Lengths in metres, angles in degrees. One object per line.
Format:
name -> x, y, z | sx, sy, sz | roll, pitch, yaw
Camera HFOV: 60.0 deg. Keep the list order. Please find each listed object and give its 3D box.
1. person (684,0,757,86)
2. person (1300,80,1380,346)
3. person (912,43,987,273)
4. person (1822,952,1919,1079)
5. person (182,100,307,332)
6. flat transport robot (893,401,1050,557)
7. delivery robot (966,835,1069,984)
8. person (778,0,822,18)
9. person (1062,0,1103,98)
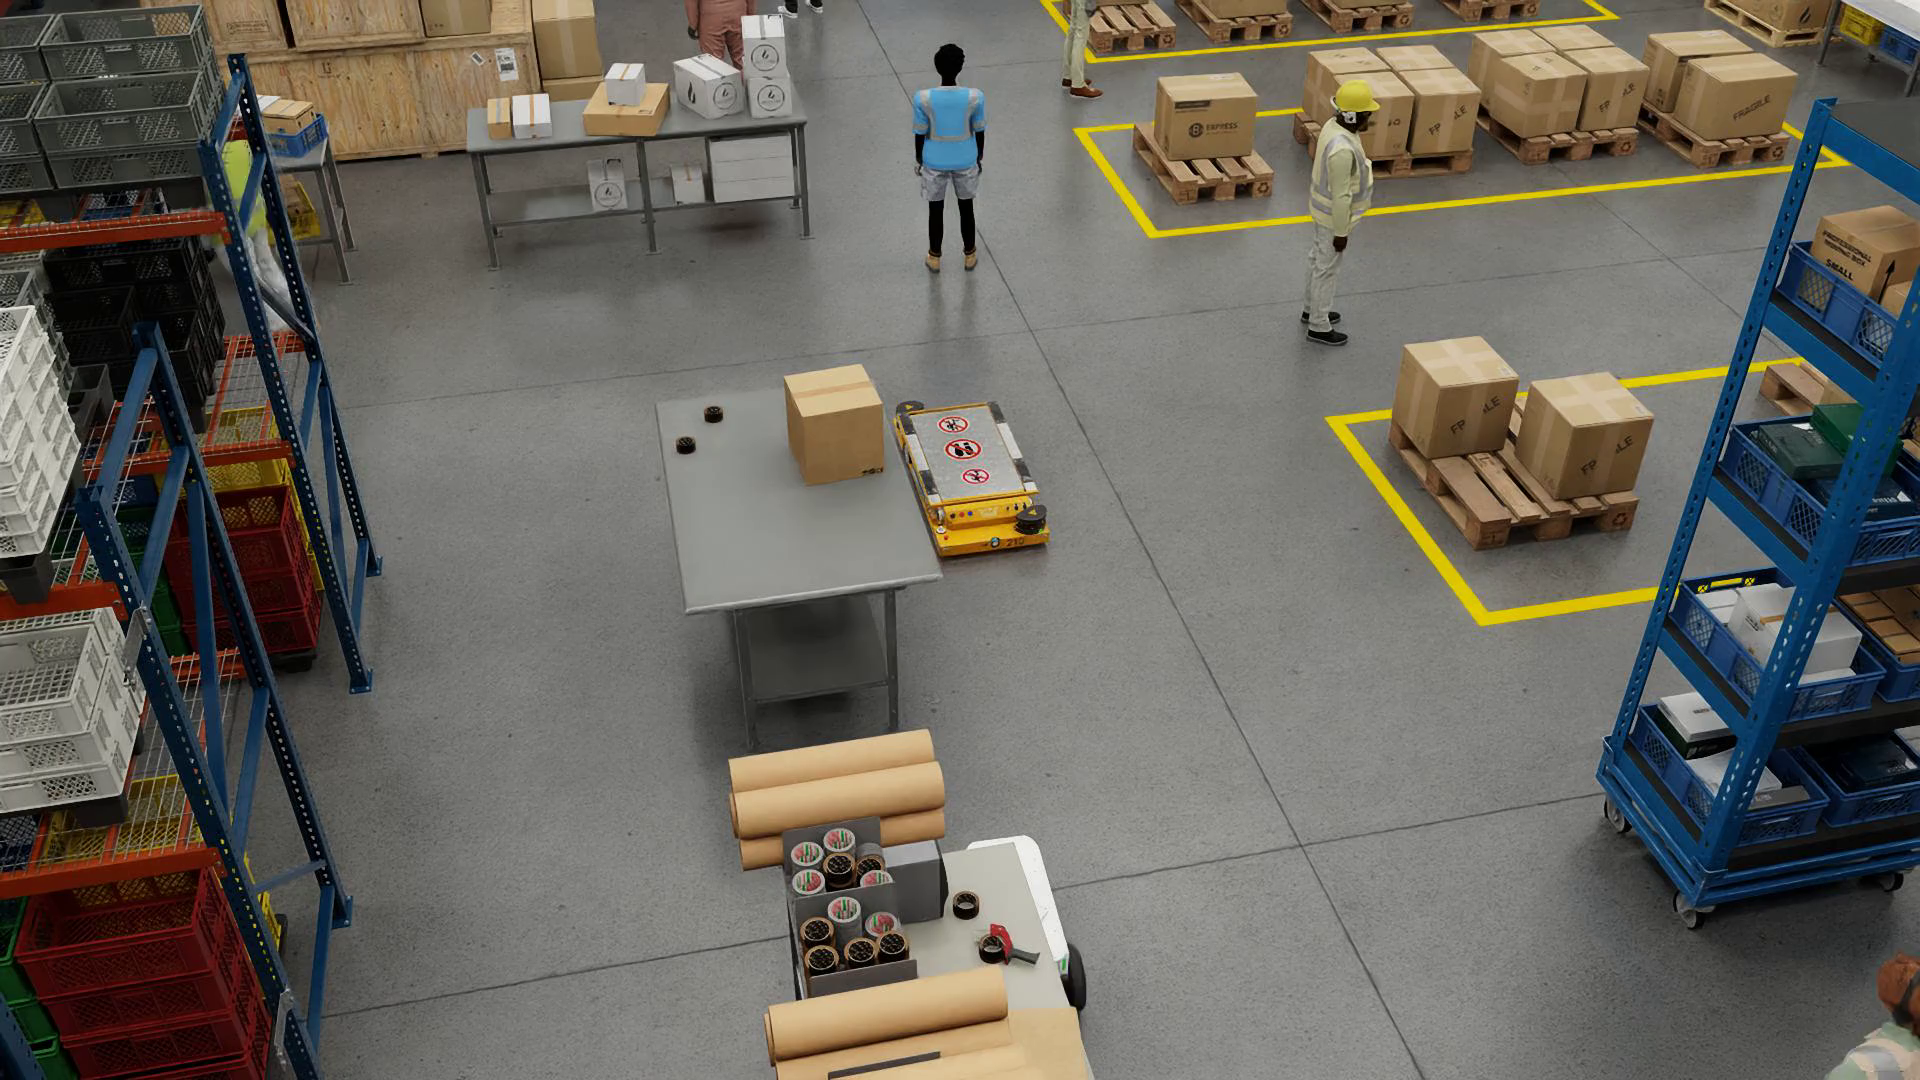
person -> -2.039, -4.471, 14.180 | 0.643, 1.908, 0.411 | -17, 40, -21
person -> 2.546, -2.208, 11.198 | 0.404, 1.833, 0.590 | 2, 37, 2
person -> -0.075, -2.744, 12.032 | 0.541, 1.695, 0.316 | -3, 37, -5
person -> 3.058, 1.998, 5.738 | 0.515, 1.595, 0.849 | -21, 42, -26
person -> -4.844, -2.087, 11.062 | 0.438, 1.815, 0.672 | 11, 38, 14
flat transport robot -> 0.046, -0.430, 10.108 | 0.652, 0.197, 1.431 | -8, 37, -10
delivery robot -> 0.230, 1.590, 7.082 | 0.477, 0.478, 0.707 | -6, 37, -8
person -> -1.627, -6.164, 16.459 | 0.585, 1.908, 0.389 | -20, 41, -24
person -> 1.104, -4.886, 14.773 | 0.328, 1.865, 0.521 | -8, 37, -10
